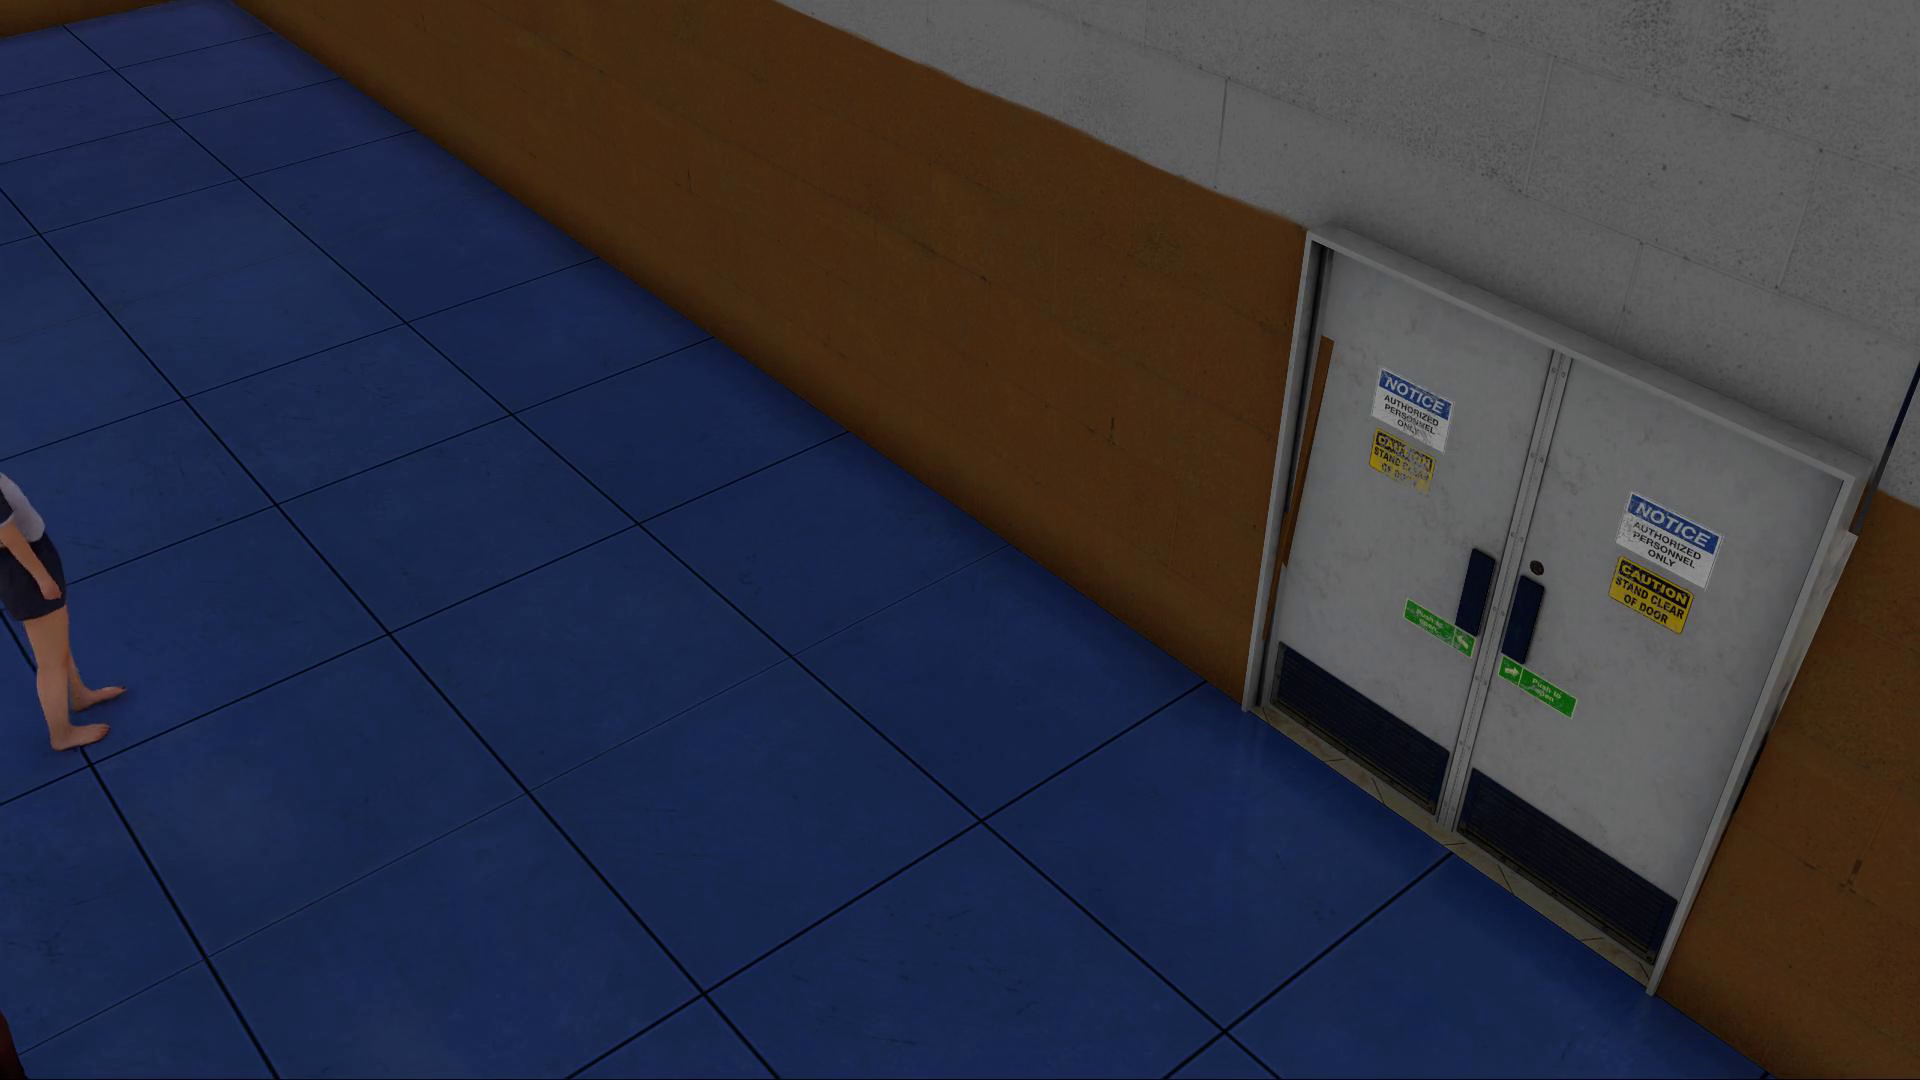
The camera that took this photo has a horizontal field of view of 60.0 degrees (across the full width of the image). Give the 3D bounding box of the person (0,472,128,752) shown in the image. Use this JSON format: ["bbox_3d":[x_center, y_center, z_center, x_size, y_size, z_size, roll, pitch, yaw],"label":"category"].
[{"bbox_3d":[-3.811,0.172,6.709,0.586,1.602,0.601,-28,45,-32],"label":"person"}]
